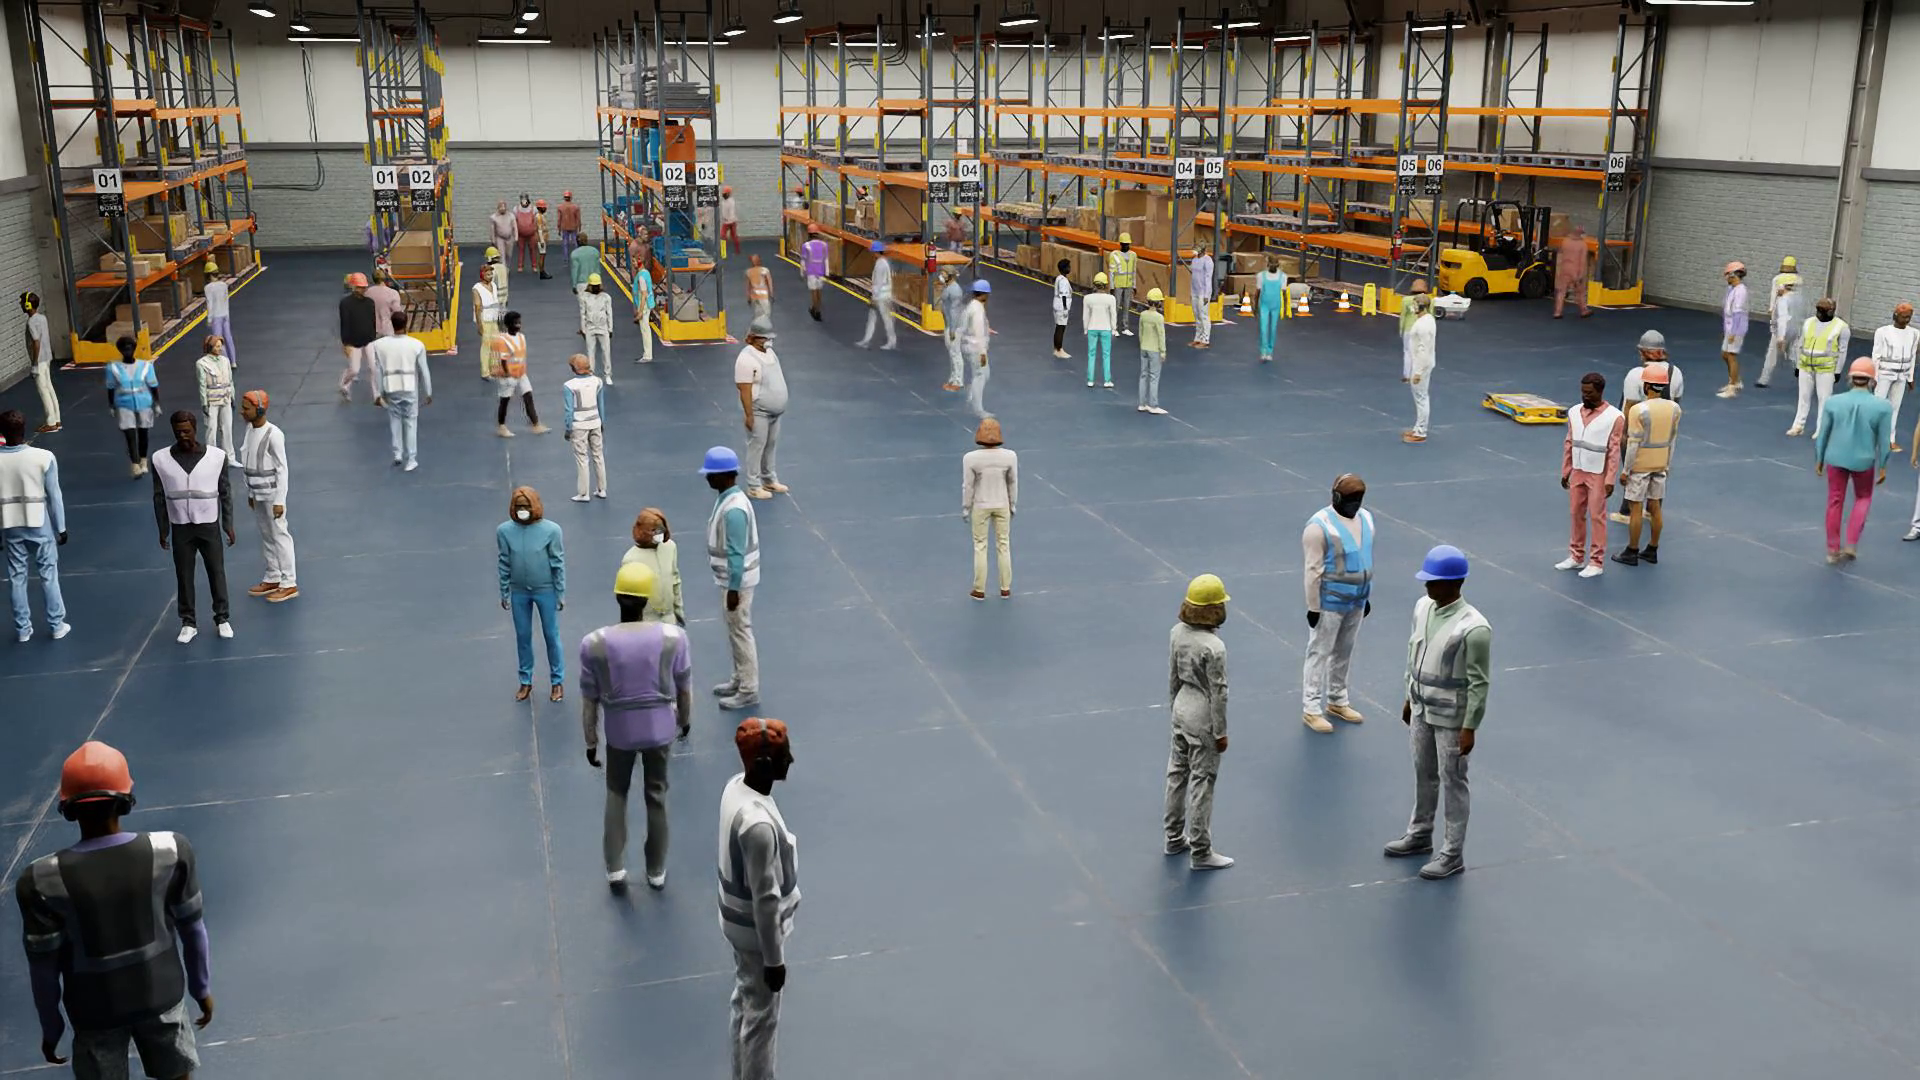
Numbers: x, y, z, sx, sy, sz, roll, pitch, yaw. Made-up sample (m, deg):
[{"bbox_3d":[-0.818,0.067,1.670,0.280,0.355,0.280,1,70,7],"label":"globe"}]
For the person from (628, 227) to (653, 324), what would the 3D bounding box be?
[{"bbox_3d":[-6.270,-5.233,32.913,0.400,1.900,0.646,5,16,18],"label":"person"}]

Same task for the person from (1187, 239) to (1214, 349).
[{"bbox_3d":[4.296,-4.384,29.661,0.367,1.932,0.623,-6,16,-21],"label":"person"}]

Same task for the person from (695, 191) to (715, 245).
[{"bbox_3d":[-7.251,-9.057,47.358,0.593,1.881,0.979,12,19,39],"label":"person"}]

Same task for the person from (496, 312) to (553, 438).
[{"bbox_3d":[-5.735,-2.139,21.699,0.847,1.660,0.556,7,17,25],"label":"person"}]

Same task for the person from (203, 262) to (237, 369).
[{"bbox_3d":[-12.142,-3.645,27.180,0.327,1.767,0.533,3,15,13],"label":"person"}]

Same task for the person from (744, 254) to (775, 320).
[{"bbox_3d":[-3.678,-4.393,30.268,0.549,1.612,0.572,5,16,20],"label":"person"}]

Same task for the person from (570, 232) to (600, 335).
[{"bbox_3d":[-7.033,-4.818,31.282,0.364,1.933,0.629,14,20,41],"label":"person"}]

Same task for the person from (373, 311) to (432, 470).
[{"bbox_3d":[-6.665,-1.793,19.945,0.638,1.901,0.515,-2,15,-6],"label":"person"}]

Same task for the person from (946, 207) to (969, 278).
[{"bbox_3d":[-0.042,-7.380,41.294,0.545,1.729,0.824,-4,15,-15],"label":"person"}]

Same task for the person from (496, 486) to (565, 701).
[{"bbox_3d":[-3.147,0.391,12.262,0.500,1.627,0.278,1,15,3],"label":"person"}]

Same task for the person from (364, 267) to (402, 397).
[{"bbox_3d":[-8.530,-3.073,24.698,0.630,1.940,0.372,3,15,11],"label":"person"}]

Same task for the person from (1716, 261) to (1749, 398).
[{"bbox_3d":[11.544,-3.109,24.706,0.480,2.015,0.798,4,15,13],"label":"person"}]

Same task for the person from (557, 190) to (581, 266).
[{"bbox_3d":[-10.356,-8.263,44.124,0.621,1.989,0.398,-3,15,-10],"label":"person"}]

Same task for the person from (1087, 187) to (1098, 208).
[{"bbox_3d":[4.223,-10.449,53.063,0.305,1.623,0.510,-9,17,-30],"label":"person"}]

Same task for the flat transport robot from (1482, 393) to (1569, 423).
[{"bbox_3d":[7.941,-1.864,23.341,0.652,0.197,1.431,-2,15,-6],"label":"flat transport robot"}]

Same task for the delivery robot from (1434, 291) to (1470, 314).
[{"bbox_3d":[9.940,-4.783,33.604,0.707,0.478,0.477,5,15,17],"label":"delivery robot"}]

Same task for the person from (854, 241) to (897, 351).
[{"bbox_3d":[-1.516,-4.288,29.294,0.890,1.910,0.626,0,15,0],"label":"person"}]

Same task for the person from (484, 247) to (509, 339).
[{"bbox_3d":[-8.165,-4.224,29.231,0.404,1.831,0.600,5,16,19],"label":"person"}]

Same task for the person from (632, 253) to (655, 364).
[{"bbox_3d":[-5.322,-3.896,27.971,0.389,1.846,0.566,-2,15,-9],"label":"person"}]

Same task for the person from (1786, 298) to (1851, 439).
[{"bbox_3d":[11.224,-2.240,21.760,0.430,1.839,0.619,-11,19,-36],"label":"person"}]

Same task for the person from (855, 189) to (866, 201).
[{"bbox_3d":[-2.651,-8.528,45.131,0.393,1.986,0.609,7,16,23],"label":"person"}]

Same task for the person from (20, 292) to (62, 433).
[{"bbox_3d":[-12.286,-2.367,22.173,0.316,1.870,0.531,-3,15,-12],"label":"person"}]

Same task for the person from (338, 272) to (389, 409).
[{"bbox_3d":[-8.668,-2.879,23.915,0.933,1.953,0.624,11,18,35],"label":"person"}]

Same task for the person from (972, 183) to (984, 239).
[{"bbox_3d":[0.582,-9.652,49.466,0.405,1.940,0.610,14,20,41],"label":"person"}]

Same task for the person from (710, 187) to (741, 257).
[{"bbox_3d":[-6.578,-8.915,46.667,0.919,1.948,0.642,-12,19,-39],"label":"person"}]

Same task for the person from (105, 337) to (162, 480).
[{"bbox_3d":[-9.651,-1.544,19.464,0.553,1.647,0.826,-9,17,-29],"label":"person"}]

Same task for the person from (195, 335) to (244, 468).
[{"bbox_3d":[-8.868,-1.632,19.866,0.313,1.634,0.514,6,16,20],"label":"person"}]

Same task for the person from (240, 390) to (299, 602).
[{"bbox_3d":[-6.138,-0.393,14.718,0.573,1.883,0.355,13,20,40],"label":"person"}]

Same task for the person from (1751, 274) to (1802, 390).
[{"bbox_3d":[12.591,-3.127,25.208,0.633,1.788,0.879,-12,19,-38],"label":"person"}]

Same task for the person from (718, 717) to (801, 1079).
[{"bbox_3d":[-0.846,1.644,7.047,0.337,1.883,0.584,-4,16,-16],"label":"person"}]

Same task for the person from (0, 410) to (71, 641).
[{"bbox_3d":[-7.641,-0.108,13.607,0.582,1.911,0.392,-3,15,-12],"label":"person"}]

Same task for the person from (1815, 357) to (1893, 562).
[{"bbox_3d":[8.550,-0.771,15.944,0.644,1.980,0.518,10,18,34],"label":"person"}]

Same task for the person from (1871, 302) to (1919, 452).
[{"bbox_3d":[11.727,-2.041,20.917,0.575,1.885,0.355,-2,15,-6],"label":"person"}]

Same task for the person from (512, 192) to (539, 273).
[{"bbox_3d":[-11.086,-7.861,42.519,0.673,2.000,0.536,-3,15,-12],"label":"person"}]

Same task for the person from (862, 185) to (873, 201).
[{"bbox_3d":[-2.759,-9.560,49.270,0.326,1.861,0.498,-13,20,-40],"label":"person"}]

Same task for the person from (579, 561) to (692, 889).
[{"bbox_3d":[-1.790,1.040,9.269,0.614,1.912,0.472,-3,15,-11],"label":"person"}]
